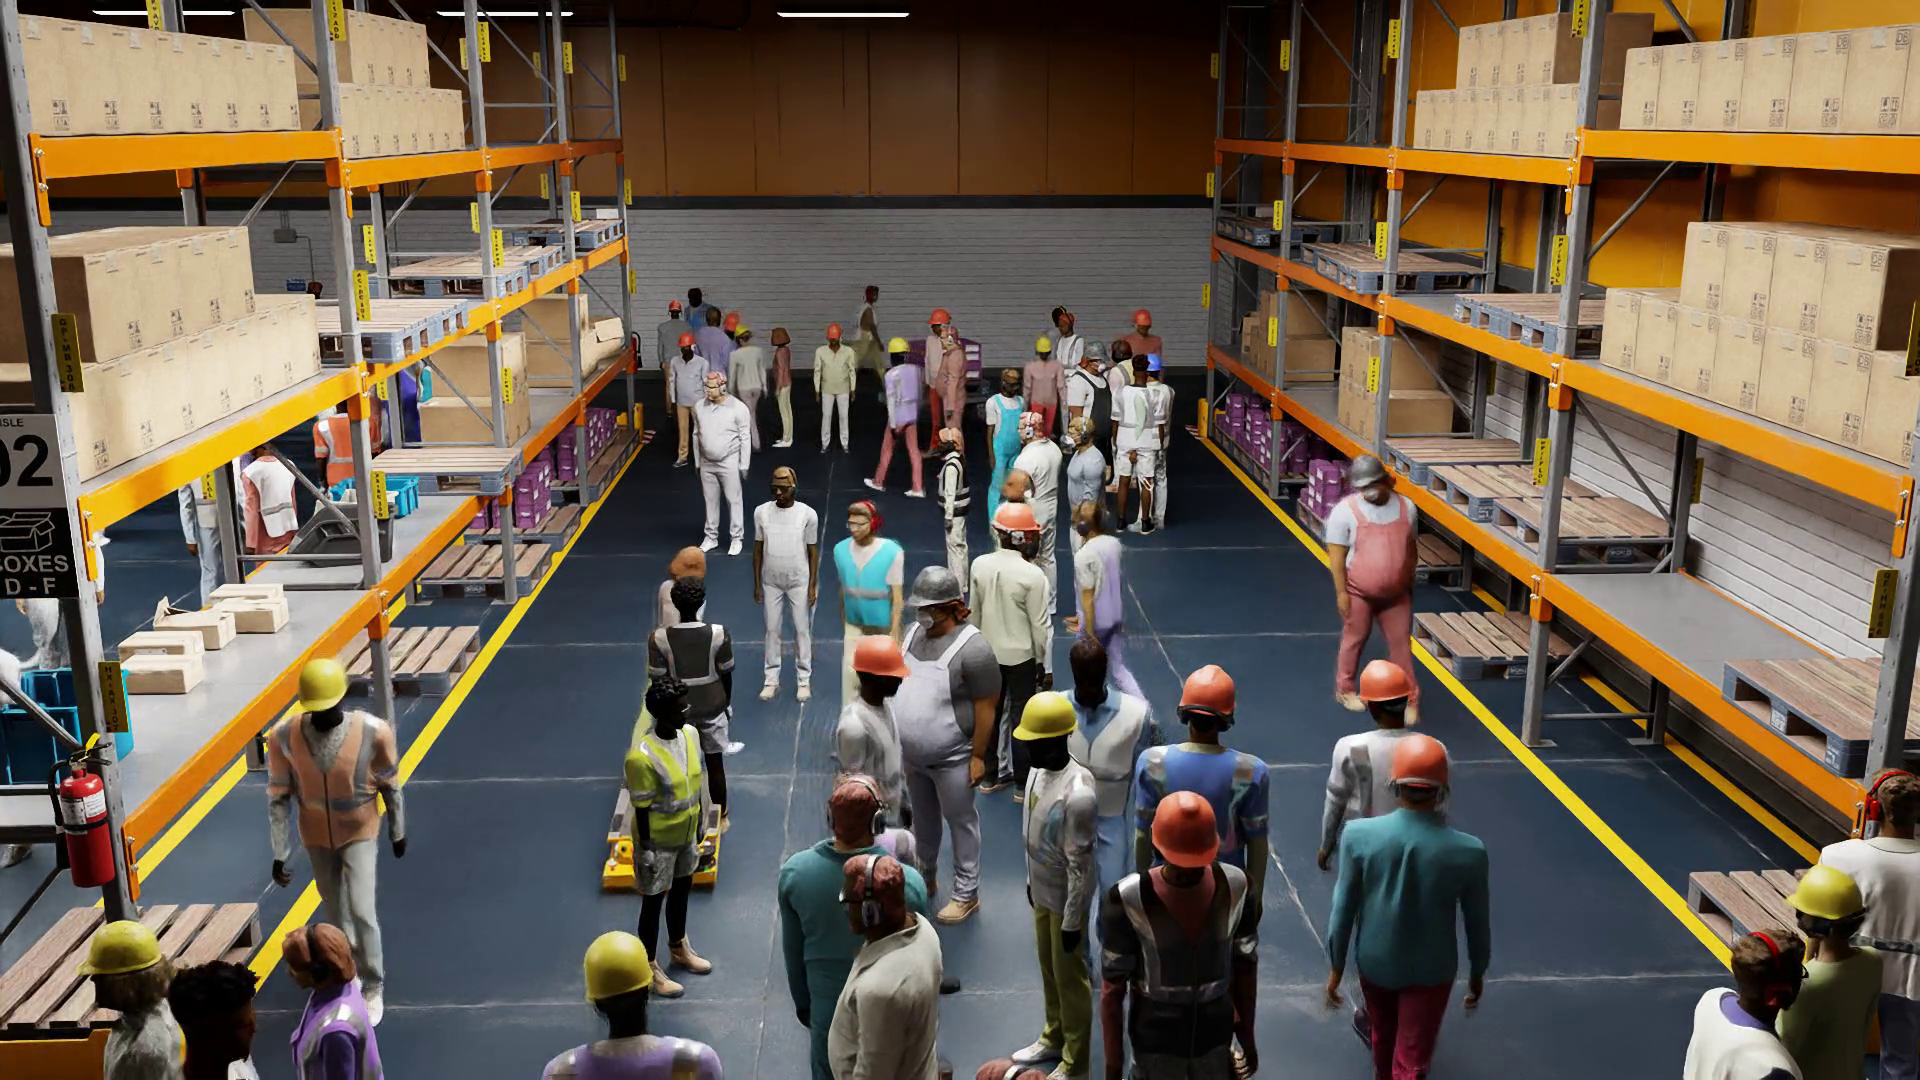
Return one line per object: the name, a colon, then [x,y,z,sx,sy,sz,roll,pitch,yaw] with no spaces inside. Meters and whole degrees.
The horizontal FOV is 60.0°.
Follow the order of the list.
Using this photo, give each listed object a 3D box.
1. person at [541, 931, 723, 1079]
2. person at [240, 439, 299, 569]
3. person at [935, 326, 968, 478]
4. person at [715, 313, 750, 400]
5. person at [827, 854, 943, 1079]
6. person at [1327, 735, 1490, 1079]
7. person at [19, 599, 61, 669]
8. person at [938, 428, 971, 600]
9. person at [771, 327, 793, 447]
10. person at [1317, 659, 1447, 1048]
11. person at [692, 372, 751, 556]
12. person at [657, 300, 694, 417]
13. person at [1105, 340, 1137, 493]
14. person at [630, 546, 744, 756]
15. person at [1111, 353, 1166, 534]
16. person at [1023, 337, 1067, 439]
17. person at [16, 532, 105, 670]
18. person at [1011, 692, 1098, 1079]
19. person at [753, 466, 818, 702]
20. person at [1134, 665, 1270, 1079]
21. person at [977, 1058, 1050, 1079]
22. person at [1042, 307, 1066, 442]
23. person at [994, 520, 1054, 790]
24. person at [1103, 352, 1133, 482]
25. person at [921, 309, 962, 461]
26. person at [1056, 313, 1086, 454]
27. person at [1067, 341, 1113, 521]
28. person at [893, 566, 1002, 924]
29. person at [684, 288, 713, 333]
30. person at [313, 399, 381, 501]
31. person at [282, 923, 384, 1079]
person: [-1.023,2.192,5.398,0.613,1.898,0.512,-1,14,-2]
person: [-5.860,-0.049,14.190,0.409,1.907,0.598,4,15,14]
person: [-0.111,-1.721,20.759,0.398,1.902,0.647,1,14,5]
person: [-3.111,-2.115,22.353,0.597,1.874,0.953,-1,14,-5]
person: [-0.278,2.032,6.042,0.399,1.897,0.652,3,15,10]
person: [1.895,1.759,7.023,0.637,1.940,1.047,6,16,24]
person: [-7.496,0.176,13.370,0.600,1.881,0.650,0,14,-1]
person: [-0.057,-0.242,15.487,0.314,1.633,0.518,2,14,9]
person: [-2.436,-2.085,22.714,0.279,1.634,0.499,1,14,5]
person: [2.032,1.499,8.118,0.537,1.903,0.635,-1,14,-5]
person: [-2.462,-0.784,17.073,0.642,1.905,0.401,6,15,21]
person: [-4.256,-2.724,25.002,0.559,1.743,0.346,-3,15,-13]
person: [1.946,-1.486,19.978,0.430,1.836,0.630,10,17,34]
person: [-1.947,0.820,11.440,0.563,1.570,0.896,13,19,42]
person: [1.920,-1.031,17.944,0.600,1.959,0.372,4,15,15]
person: [1.072,-1.725,21.141,0.528,1.720,0.906,-2,14,-9]
person: [-6.799,0.356,12.556,0.635,1.932,0.363,-7,16,-27]
person: [0.431,1.608,7.652,0.397,1.920,0.587,-4,15,-17]
person: [-1.340,0.337,12.784,0.508,1.846,0.345,1,14,5]
person: [1.096,1.555,7.609,0.608,2.044,0.377,3,15,12]
person: [0.173,2.361,4.747,0.398,1.898,0.648,8,17,30]
person: [1.368,-2.299,23.082,0.521,1.874,0.327,9,17,32]
person: [0.392,0.777,10.980,0.337,1.882,0.585,-13,19,-41]
person: [1.999,-1.552,20.497,0.540,1.695,0.317,1,14,6]
person: [-0.235,-2.037,21.812,0.613,1.991,0.391,12,19,40]
person: [1.453,-2.107,22.326,0.374,1.879,0.584,-8,17,-30]
person: [1.480,-1.206,18.455,0.535,2.000,0.681,8,16,29]
person: [-0.142,1.129,9.286,0.538,2.000,0.690,-14,20,-43]
person: [-4.186,-3.035,26.086,0.665,1.805,0.865,12,19,39]
person: [-5.917,-0.581,16.148,0.601,1.967,0.369,-6,15,-22]
person: [-2.252,2.153,6.085,0.314,1.631,0.525,-6,16,-23]
